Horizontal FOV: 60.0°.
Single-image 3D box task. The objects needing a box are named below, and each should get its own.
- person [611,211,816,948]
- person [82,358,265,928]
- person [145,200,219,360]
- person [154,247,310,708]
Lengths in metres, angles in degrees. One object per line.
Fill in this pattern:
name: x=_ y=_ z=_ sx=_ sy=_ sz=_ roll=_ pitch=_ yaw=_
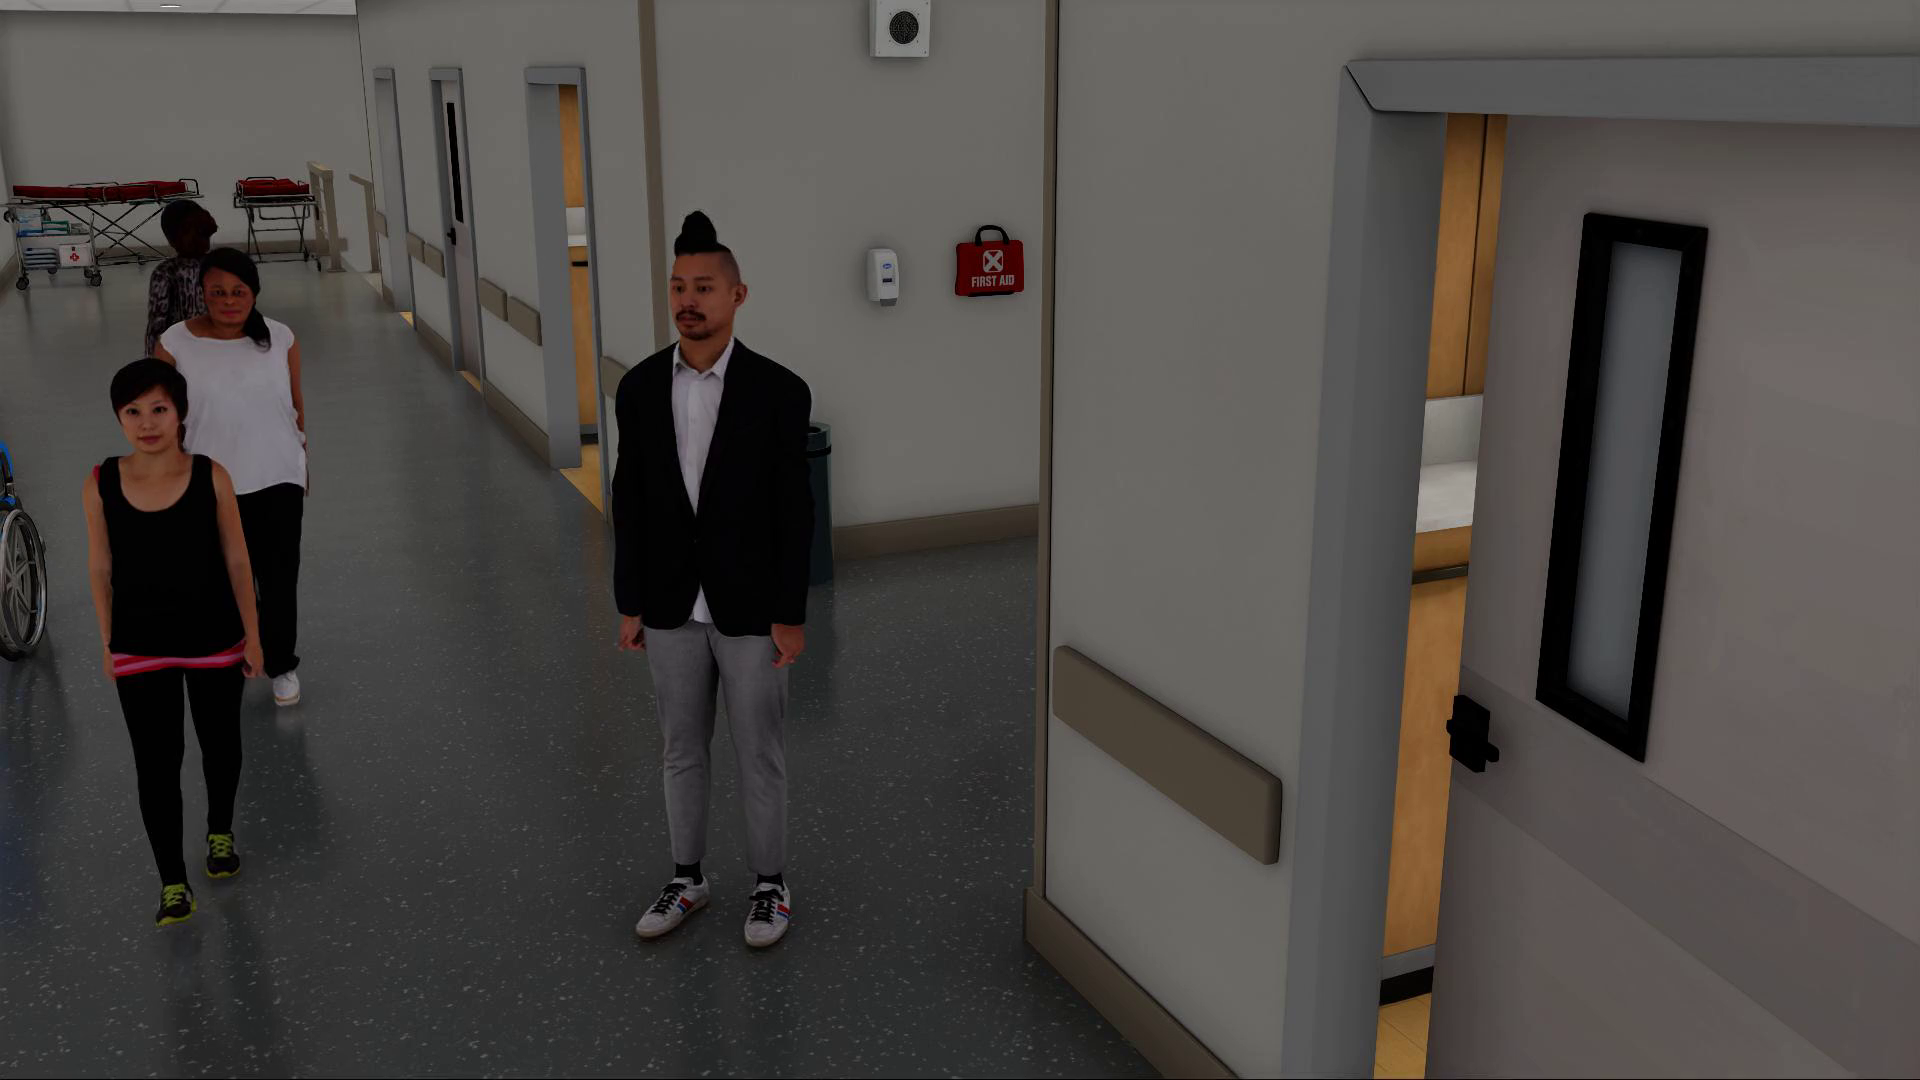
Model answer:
person: x=-0.643 y=0.119 z=4.404 sx=0.796 sy=1.950 sz=0.817 roll=3 pitch=16 yaw=11
person: x=-2.208 y=0.249 z=4.710 sx=0.555 sy=1.533 sz=0.841 roll=-7 pitch=17 yaw=-25
person: x=-3.532 y=-0.737 z=7.903 sx=0.906 sy=1.698 sz=0.812 roll=9 pitch=18 yaw=29
person: x=-2.691 y=-0.254 z=6.258 sx=0.655 sy=1.662 sz=0.996 roll=-7 pitch=17 yaw=-23
